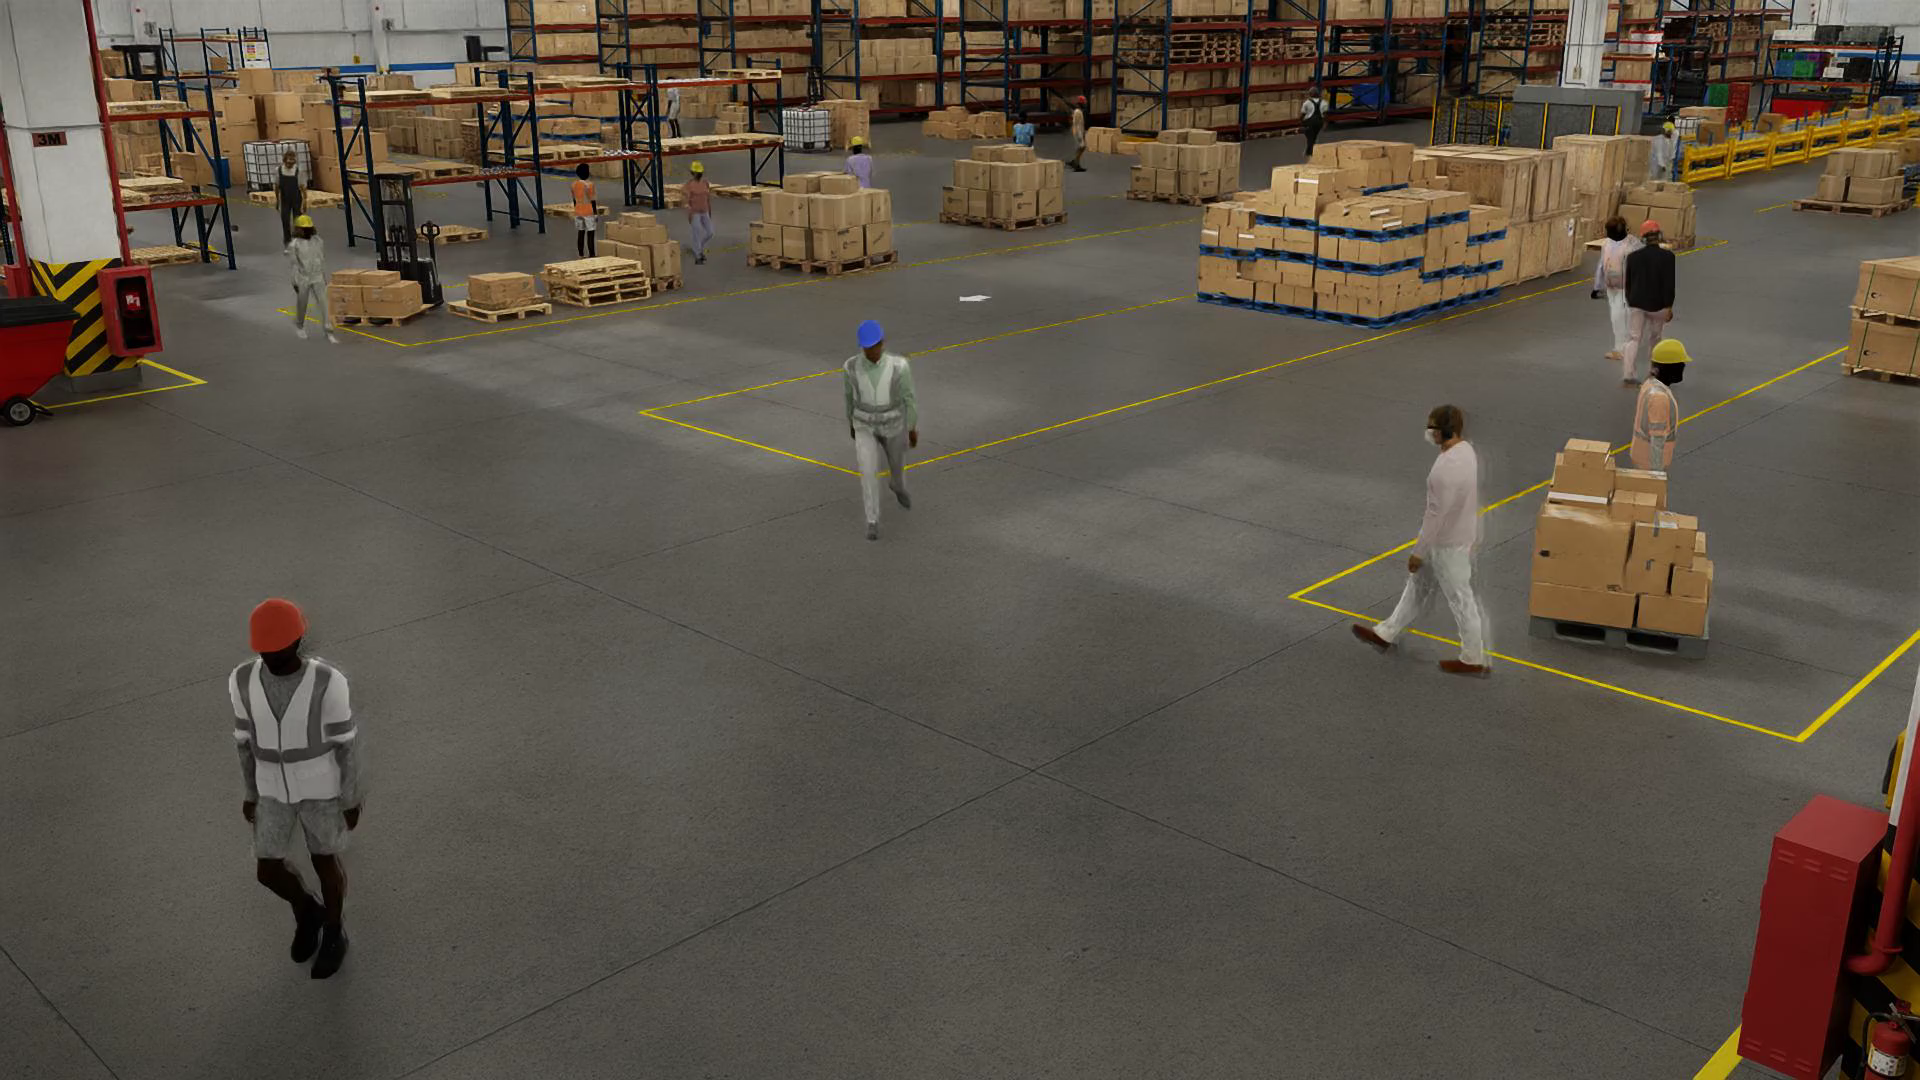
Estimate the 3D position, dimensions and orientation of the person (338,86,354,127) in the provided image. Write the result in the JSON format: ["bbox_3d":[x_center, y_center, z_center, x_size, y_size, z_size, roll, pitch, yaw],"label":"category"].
[{"bbox_3d":[-17.543,-12.015,47.556,0.599,1.874,0.979,-16,24,-40],"label":"person"}]

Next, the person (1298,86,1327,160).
[{"bbox_3d":[9.566,-11.372,45.358,0.701,2.000,1.004,-6,19,-18],"label":"person"}]

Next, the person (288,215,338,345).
[{"bbox_3d":[-8.673,-3.482,22.115,0.900,1.700,0.500,17,25,42],"label":"person"}]

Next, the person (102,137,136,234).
[{"bbox_3d":[-16.286,-6.680,31.475,1.050,1.878,0.665,-2,18,-7],"label":"person"}]

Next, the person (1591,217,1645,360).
[{"bbox_3d":[8.368,-3.192,21.101,0.623,1.794,0.653,-7,20,-21],"label":"person"}]

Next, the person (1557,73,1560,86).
[{"bbox_3d":[22.040,-16.389,60.705,1.009,1.883,0.654,-2,19,-7],"label":"person"}]

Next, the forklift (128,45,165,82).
[{"bbox_3d":[-25.619,-14.248,52.709,1.873,2.768,1.129,13,22,34],"label":"forklift"}]

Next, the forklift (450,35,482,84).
[{"bbox_3d":[-18.327,-17.607,62.830,1.873,2.768,1.129,-11,21,-29],"label":"forklift"}]

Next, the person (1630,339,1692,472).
[{"bbox_3d":[5.507,-0.641,13.197,0.357,1.930,0.591,5,19,14],"label":"person"}]

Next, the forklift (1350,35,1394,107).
[{"bbox_3d":[15.928,-17.685,63.064,1.873,2.768,1.129,-9,20,-25],"label":"forklift"}]

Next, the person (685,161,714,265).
[{"bbox_3d":[-4.426,-5.560,28.294,0.367,1.750,0.542,15,24,38],"label":"person"}]

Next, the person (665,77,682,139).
[{"bbox_3d":[-8.935,-13.468,51.888,0.363,1.931,0.812,2,18,5],"label":"person"}]

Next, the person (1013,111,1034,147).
[{"bbox_3d":[1.560,-9.718,40.980,0.535,1.653,0.856,3,19,8],"label":"person"}]

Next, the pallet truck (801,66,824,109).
[{"bbox_3d":[-4.812,-15.182,56.903,0.823,1.965,1.885,-9,21,-26],"label":"pallet truck"}]

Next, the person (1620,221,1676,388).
[{"bbox_3d":[8.167,-2.787,19.676,0.677,1.917,1.001,15,24,38],"label":"person"}]

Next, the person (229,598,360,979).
[{"bbox_3d":[-3.091,1.166,7.762,0.576,1.919,0.415,0,18,0],"label":"person"}]

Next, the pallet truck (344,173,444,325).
[{"bbox_3d":[-8.209,-4.181,23.757,0.823,1.965,1.885,3,19,9],"label":"pallet truck"}]

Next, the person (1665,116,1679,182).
[{"bbox_3d":[15.592,-8.411,36.721,0.521,1.860,0.328,-14,23,-35],"label":"person"}]

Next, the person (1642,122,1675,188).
[{"bbox_3d":[15.220,-8.206,36.238,0.577,1.783,0.849,-17,25,-41],"label":"person"}]

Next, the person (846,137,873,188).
[{"bbox_3d":[-1.925,-6.593,31.183,0.608,1.893,0.781,-10,21,-27],"label":"person"}]

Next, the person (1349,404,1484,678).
[{"bbox_3d":[3.182,-0.003,11.336,1.008,1.887,0.642,7,20,21],"label":"person"}]

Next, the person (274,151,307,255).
[{"bbox_3d":[-11.802,-5.932,29.322,0.544,1.811,0.779,-4,19,-13],"label":"person"}]

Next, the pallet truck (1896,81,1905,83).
[{"bbox_3d":[34.802,-16.331,61.455,0.653,1.274,1.630,17,25,41],"label":"pallet truck"}]

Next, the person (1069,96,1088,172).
[{"bbox_3d":[3.084,-10.412,42.654,0.403,1.917,0.564,1,18,2],"label":"person"}]

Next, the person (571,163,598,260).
[{"bbox_3d":[-6.386,-5.565,28.398,0.535,1.697,0.318,12,22,32],"label":"person"}]

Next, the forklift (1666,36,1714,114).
[{"bbox_3d":[27.341,-17.291,61.877,1.129,2.768,1.873,17,25,41],"label":"forklift"}]

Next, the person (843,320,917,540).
[{"bbox_3d":[-0.685,-1.036,14.465,0.630,1.894,0.996,0,18,1],"label":"person"}]
